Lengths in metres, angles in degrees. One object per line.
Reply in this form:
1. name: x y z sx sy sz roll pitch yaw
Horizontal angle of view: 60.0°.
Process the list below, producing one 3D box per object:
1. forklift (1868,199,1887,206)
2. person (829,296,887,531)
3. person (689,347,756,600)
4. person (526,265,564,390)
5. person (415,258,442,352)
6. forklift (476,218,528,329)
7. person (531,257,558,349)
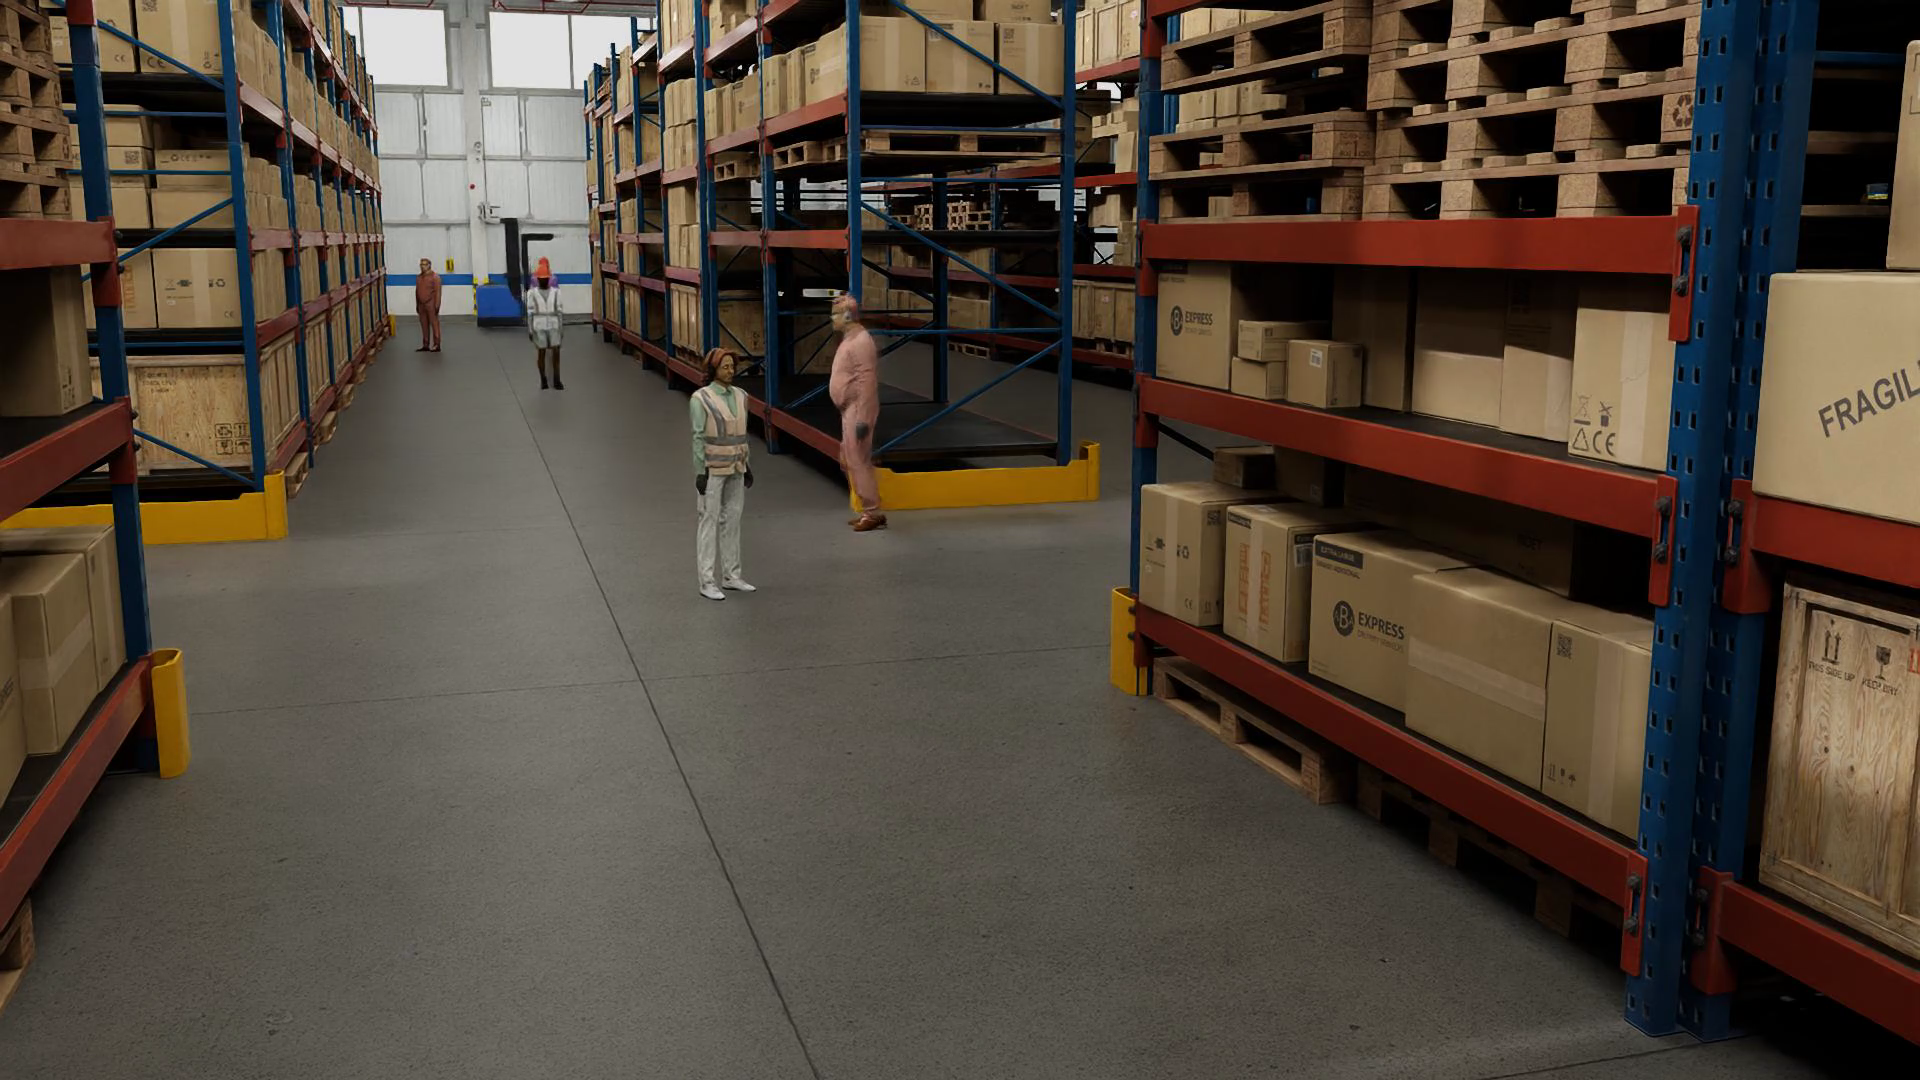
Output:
1. forklift: 11.338 -2.915 21.052 1.129 2.768 1.873 -3 11 -17
2. person: -0.822 -1.011 13.382 0.465 1.880 0.648 -2 11 -13
3. person: -1.555 -0.439 10.877 0.305 1.639 0.522 7 12 33
4. person: -6.337 -3.241 25.520 0.561 1.903 0.870 -4 11 -22
5. person: -10.935 -4.816 34.145 0.642 1.909 0.409 5 11 26
6. forklift: -11.460 -6.843 42.584 1.873 2.768 1.129 -3 11 -17
7. person: -8.723 -4.979 34.976 0.569 1.924 0.496 -3 11 -16
